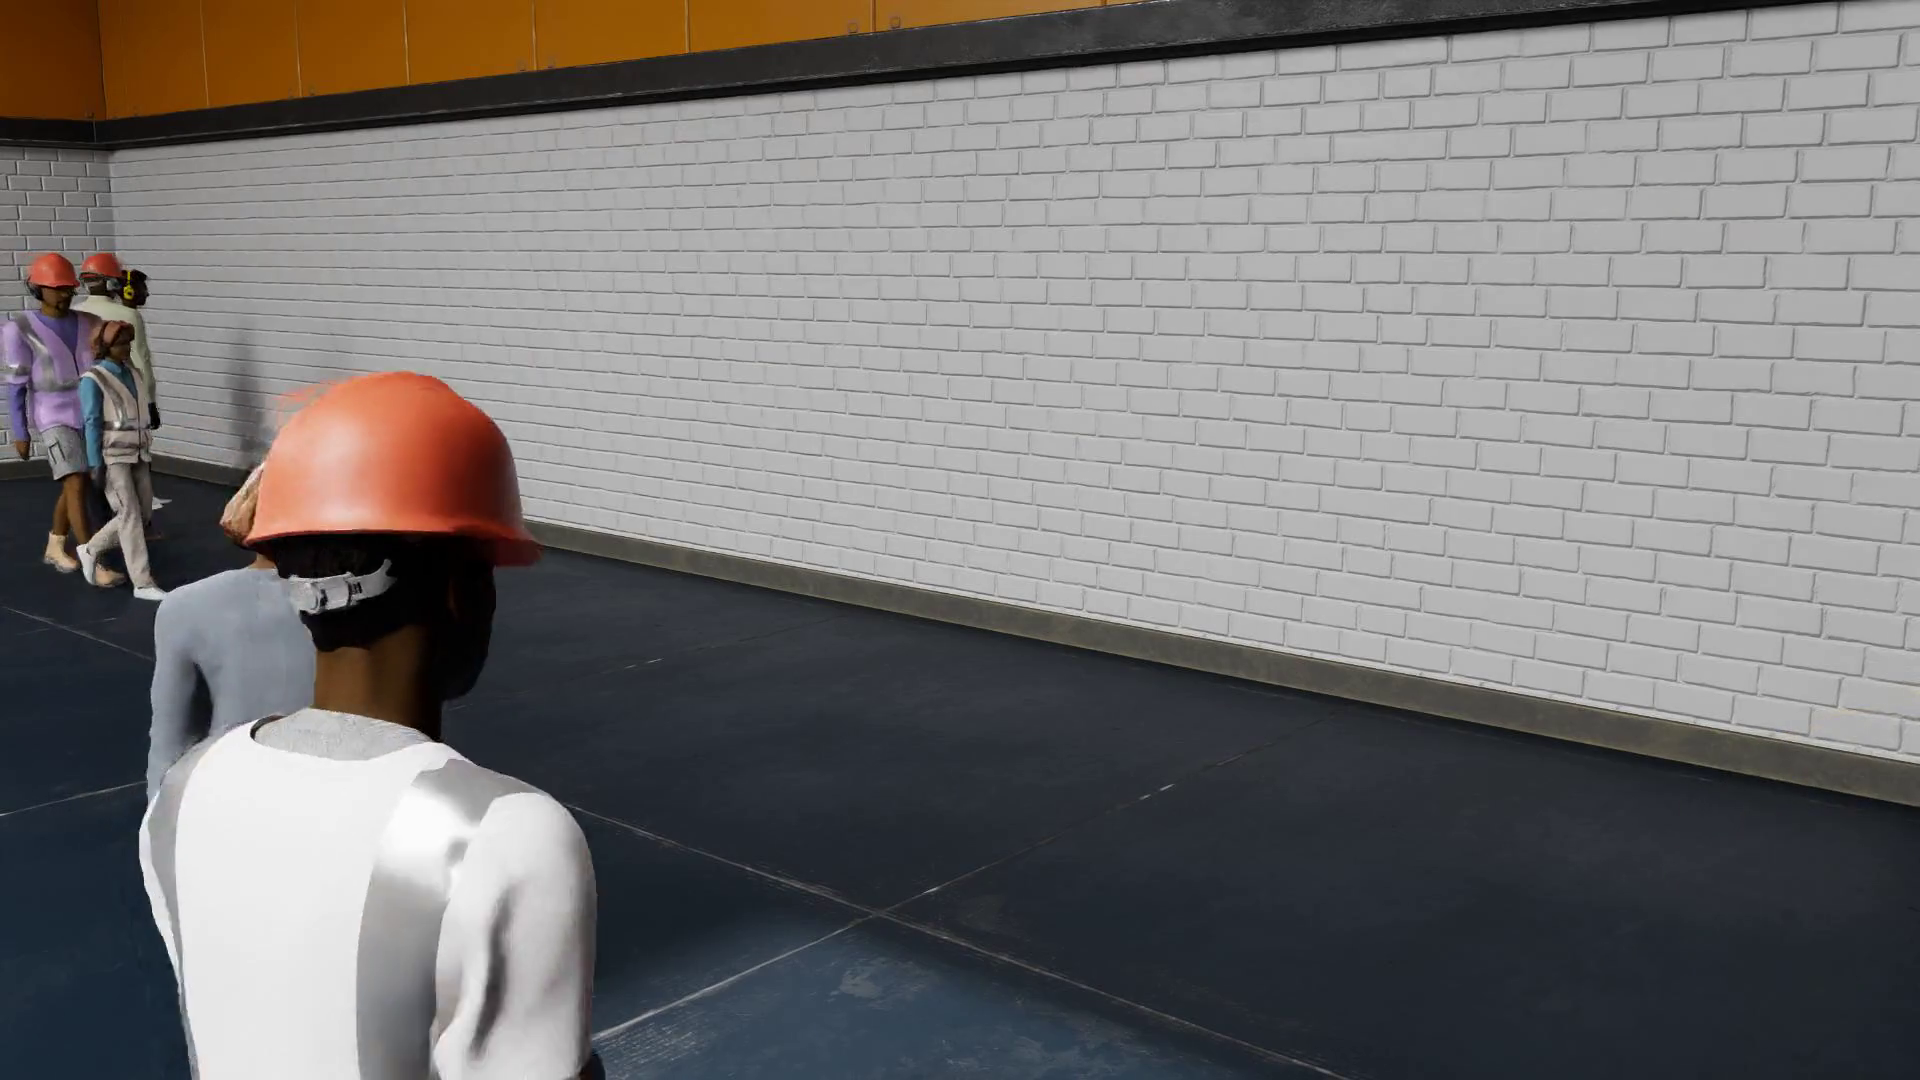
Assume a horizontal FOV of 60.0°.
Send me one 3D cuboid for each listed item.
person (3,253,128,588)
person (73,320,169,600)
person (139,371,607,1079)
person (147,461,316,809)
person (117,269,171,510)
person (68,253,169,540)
[{"bbox_3d":[-5.424,-0.736,10.108,0.978,2.001,0.628,5,11,27],"label":"person"},{"bbox_3d":[-4.879,-0.456,9.576,0.644,1.622,0.521,2,10,10],"label":"person"},{"bbox_3d":[-0.557,0.802,1.601,0.582,1.903,0.584,6,12,31],"label":"person"},{"bbox_3d":[-1.426,0.613,3.555,0.519,1.591,0.765,-2,10,-9],"label":"person"},{"bbox_3d":[-6.395,-1.160,12.893,0.323,1.868,0.533,-6,12,-32],"label":"person"},{"bbox_3d":[-5.835,-0.964,11.451,0.645,1.989,0.392,1,10,6],"label":"person"}]
